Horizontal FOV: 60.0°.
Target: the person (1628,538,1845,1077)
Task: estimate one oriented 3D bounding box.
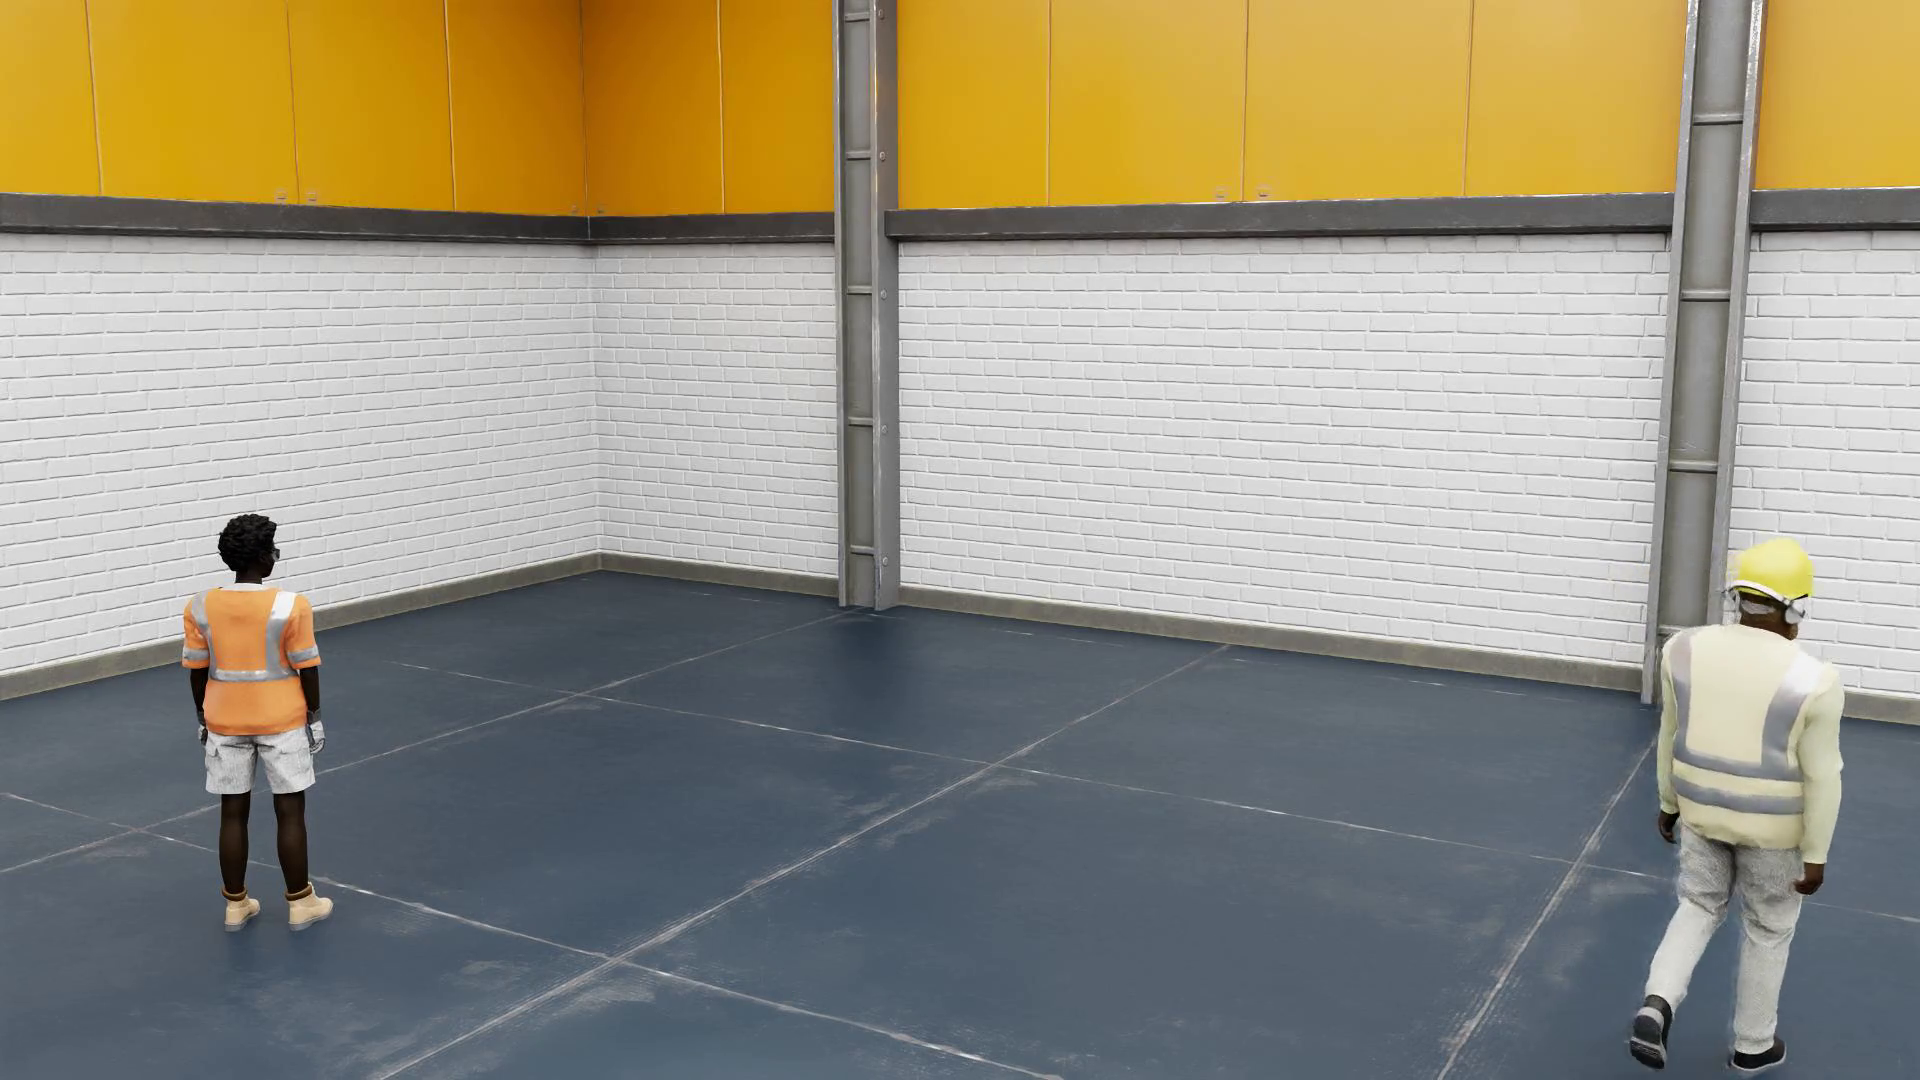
[{"bbox_3d":[2.503,0.893,5.361,0.618,1.812,0.605,-7,12,-39],"label":"person"}]

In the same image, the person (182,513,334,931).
[{"bbox_3d":[-2.818,0.737,6.692,0.541,1.695,0.316,0,9,1],"label":"person"}]
